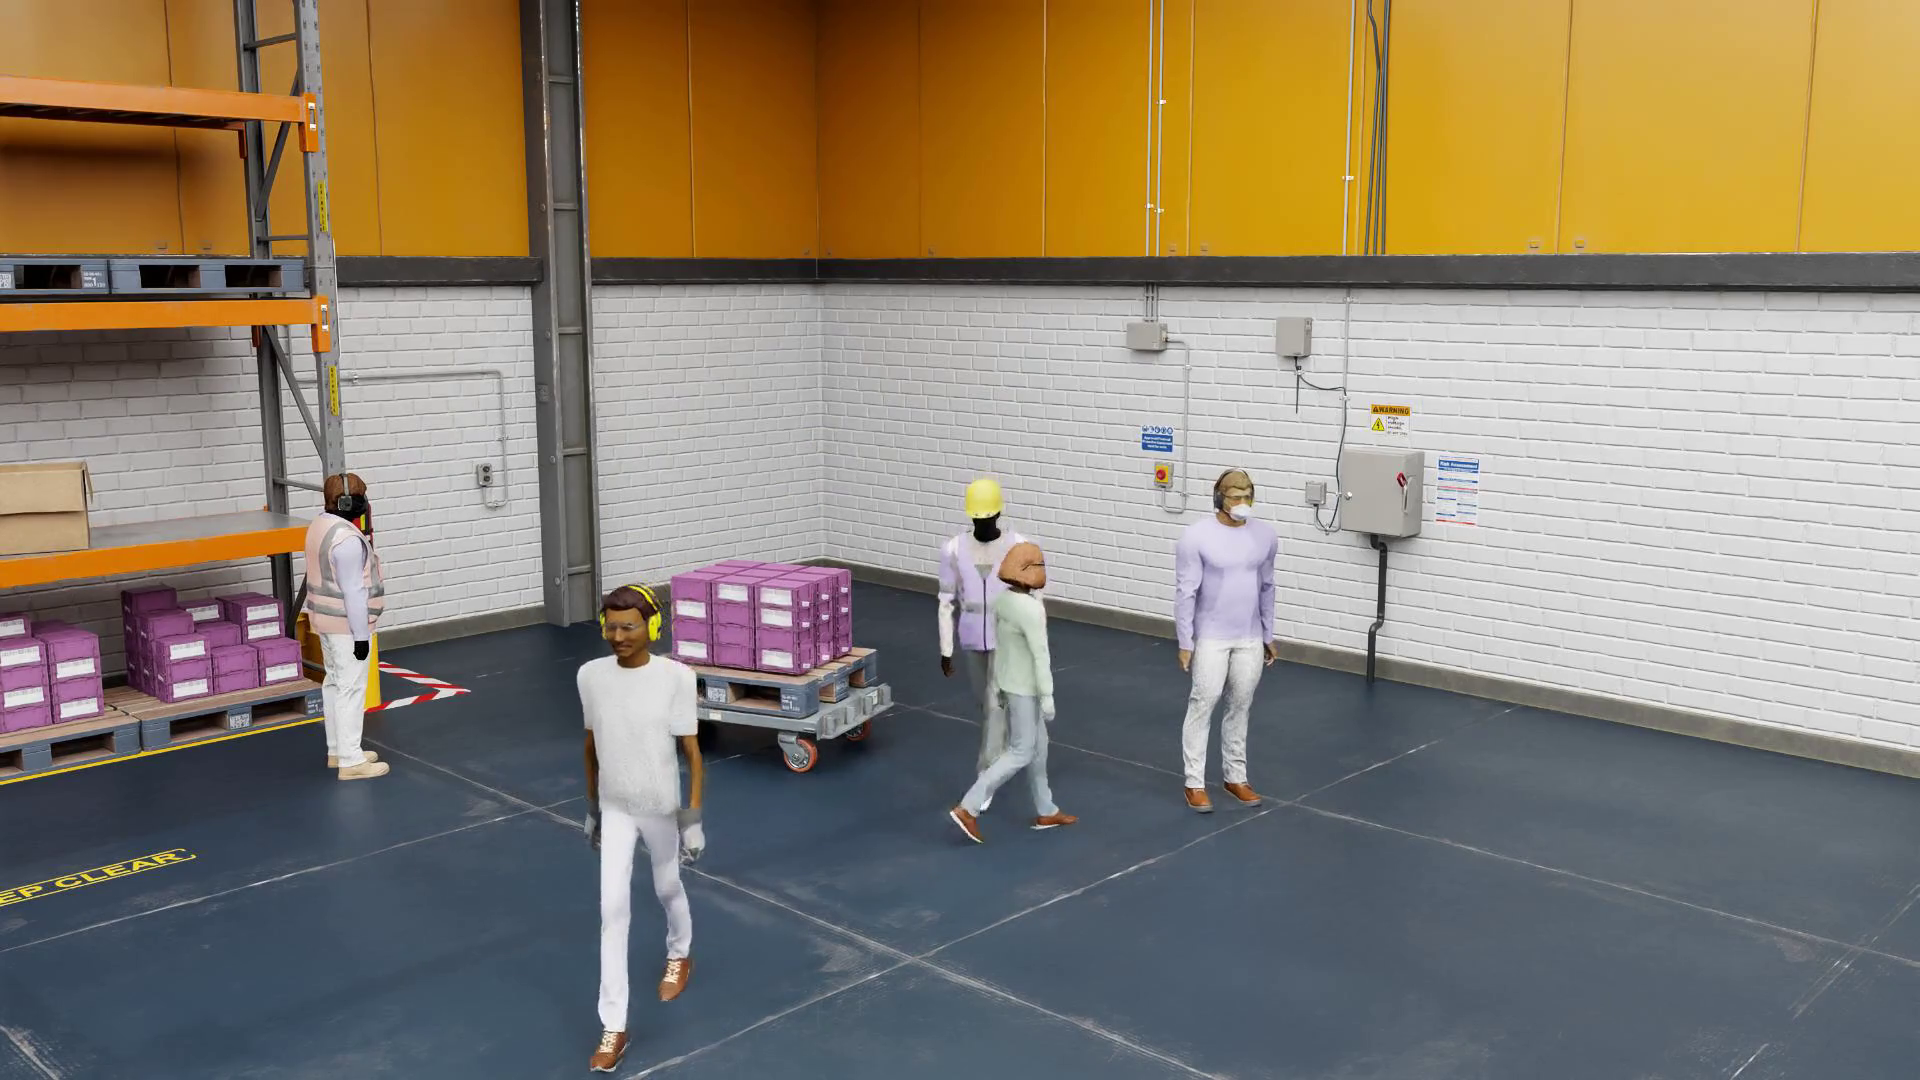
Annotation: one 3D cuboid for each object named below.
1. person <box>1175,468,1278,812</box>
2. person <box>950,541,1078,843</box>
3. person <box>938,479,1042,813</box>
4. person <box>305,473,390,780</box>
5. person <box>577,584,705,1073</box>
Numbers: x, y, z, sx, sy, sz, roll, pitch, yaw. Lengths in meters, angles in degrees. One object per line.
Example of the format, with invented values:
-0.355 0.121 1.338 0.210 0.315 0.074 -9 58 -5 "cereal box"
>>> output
1.496 0.554 9.341 0.635 1.936 0.355 -3 10 -20 "person"
0.281 0.802 8.835 0.764 1.606 0.506 -3 10 -18 "person"
0.183 0.549 9.615 0.591 1.872 1.002 3 10 16 "person"
-3.658 0.509 9.955 0.430 1.836 0.619 -7 12 -37 "person"
-1.256 1.060 6.615 0.538 1.827 0.969 1 9 5 "person"
